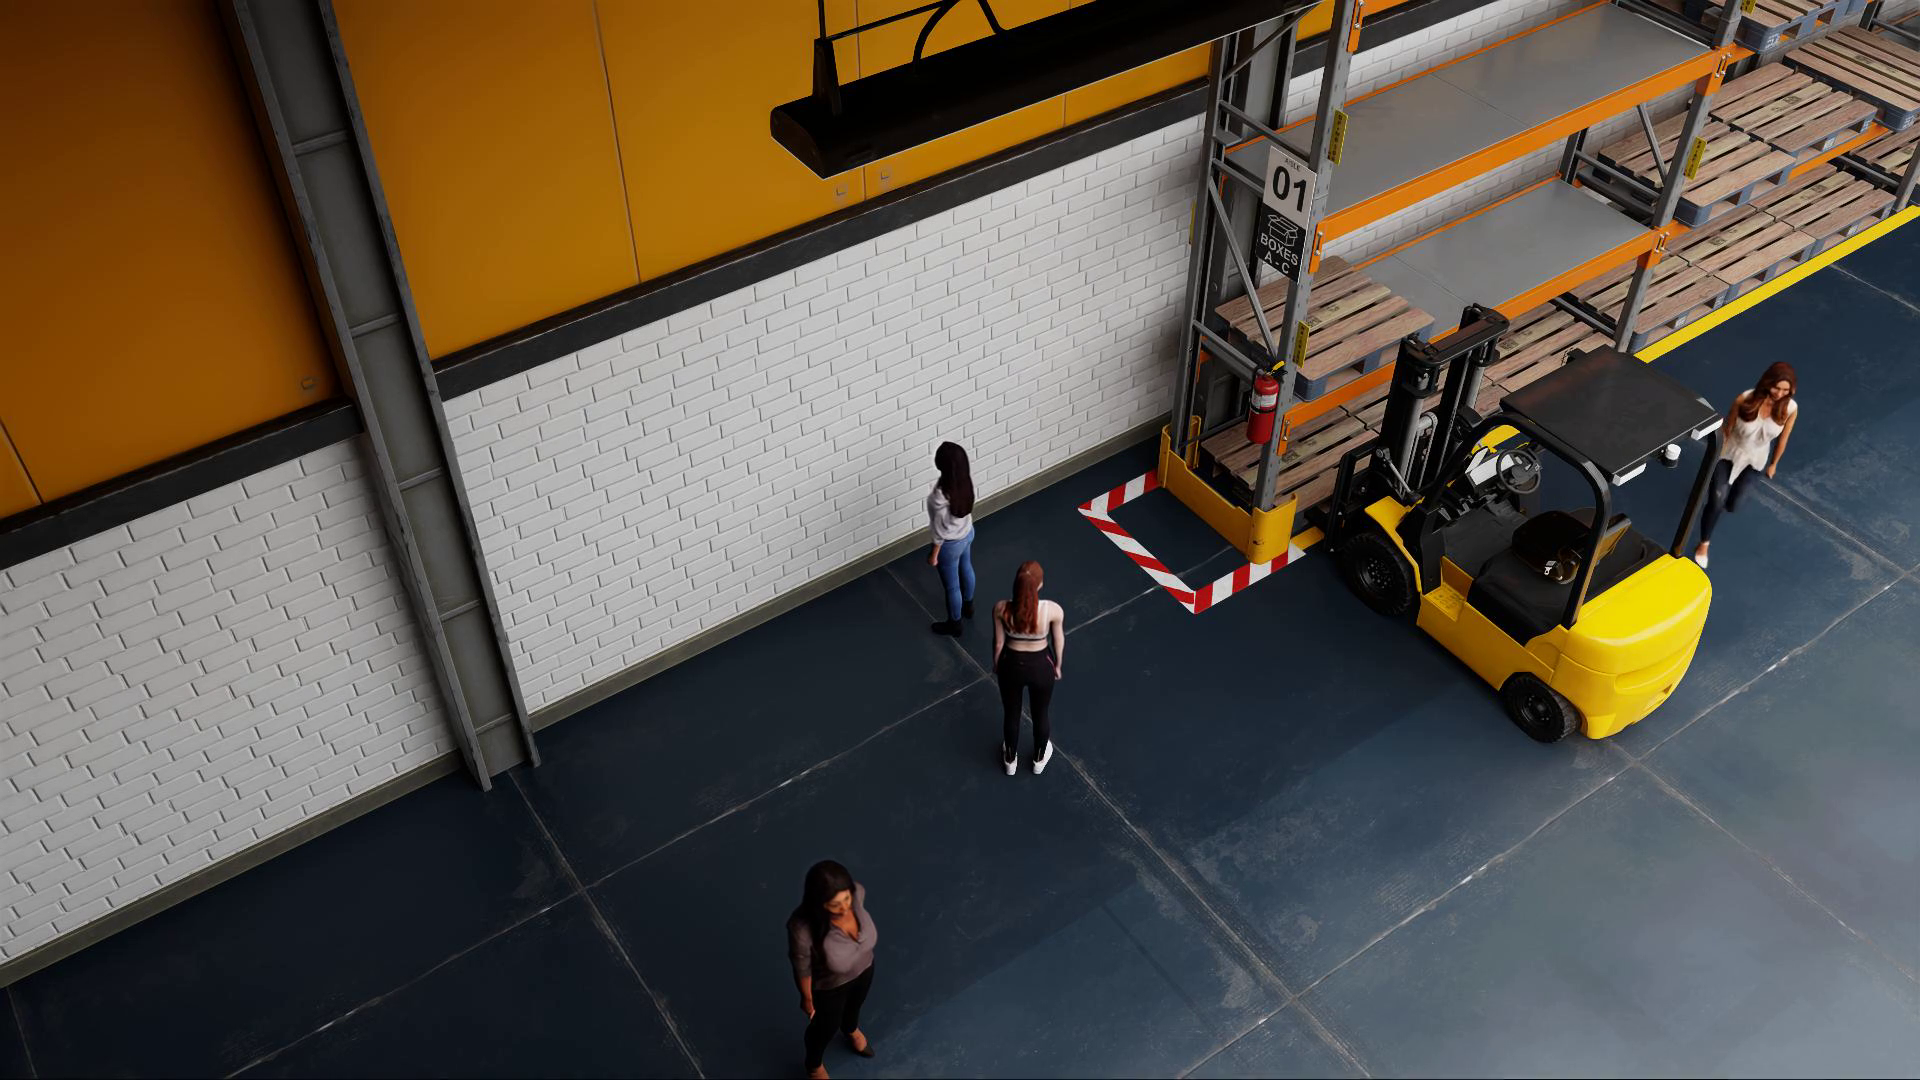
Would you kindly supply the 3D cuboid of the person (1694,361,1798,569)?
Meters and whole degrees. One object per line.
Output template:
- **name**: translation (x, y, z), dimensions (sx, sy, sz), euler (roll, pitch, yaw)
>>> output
- **person**: translation (5.423, -0.625, 11.604), dimensions (0.885, 1.756, 0.982), euler (12, 45, 13)

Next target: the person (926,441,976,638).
- **person**: translation (-0.035, -0.011, 11.049), dimensions (0.736, 1.633, 0.607), euler (20, 47, 20)

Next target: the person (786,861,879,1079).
- **person**: translation (-0.647, 2.226, 8.550), dimensions (0.769, 1.840, 0.616), euler (31, 52, 28)

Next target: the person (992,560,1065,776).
- **person**: translation (0.401, 0.789, 10.130), dimensions (0.644, 1.741, 0.718), euler (4, 44, 4)
